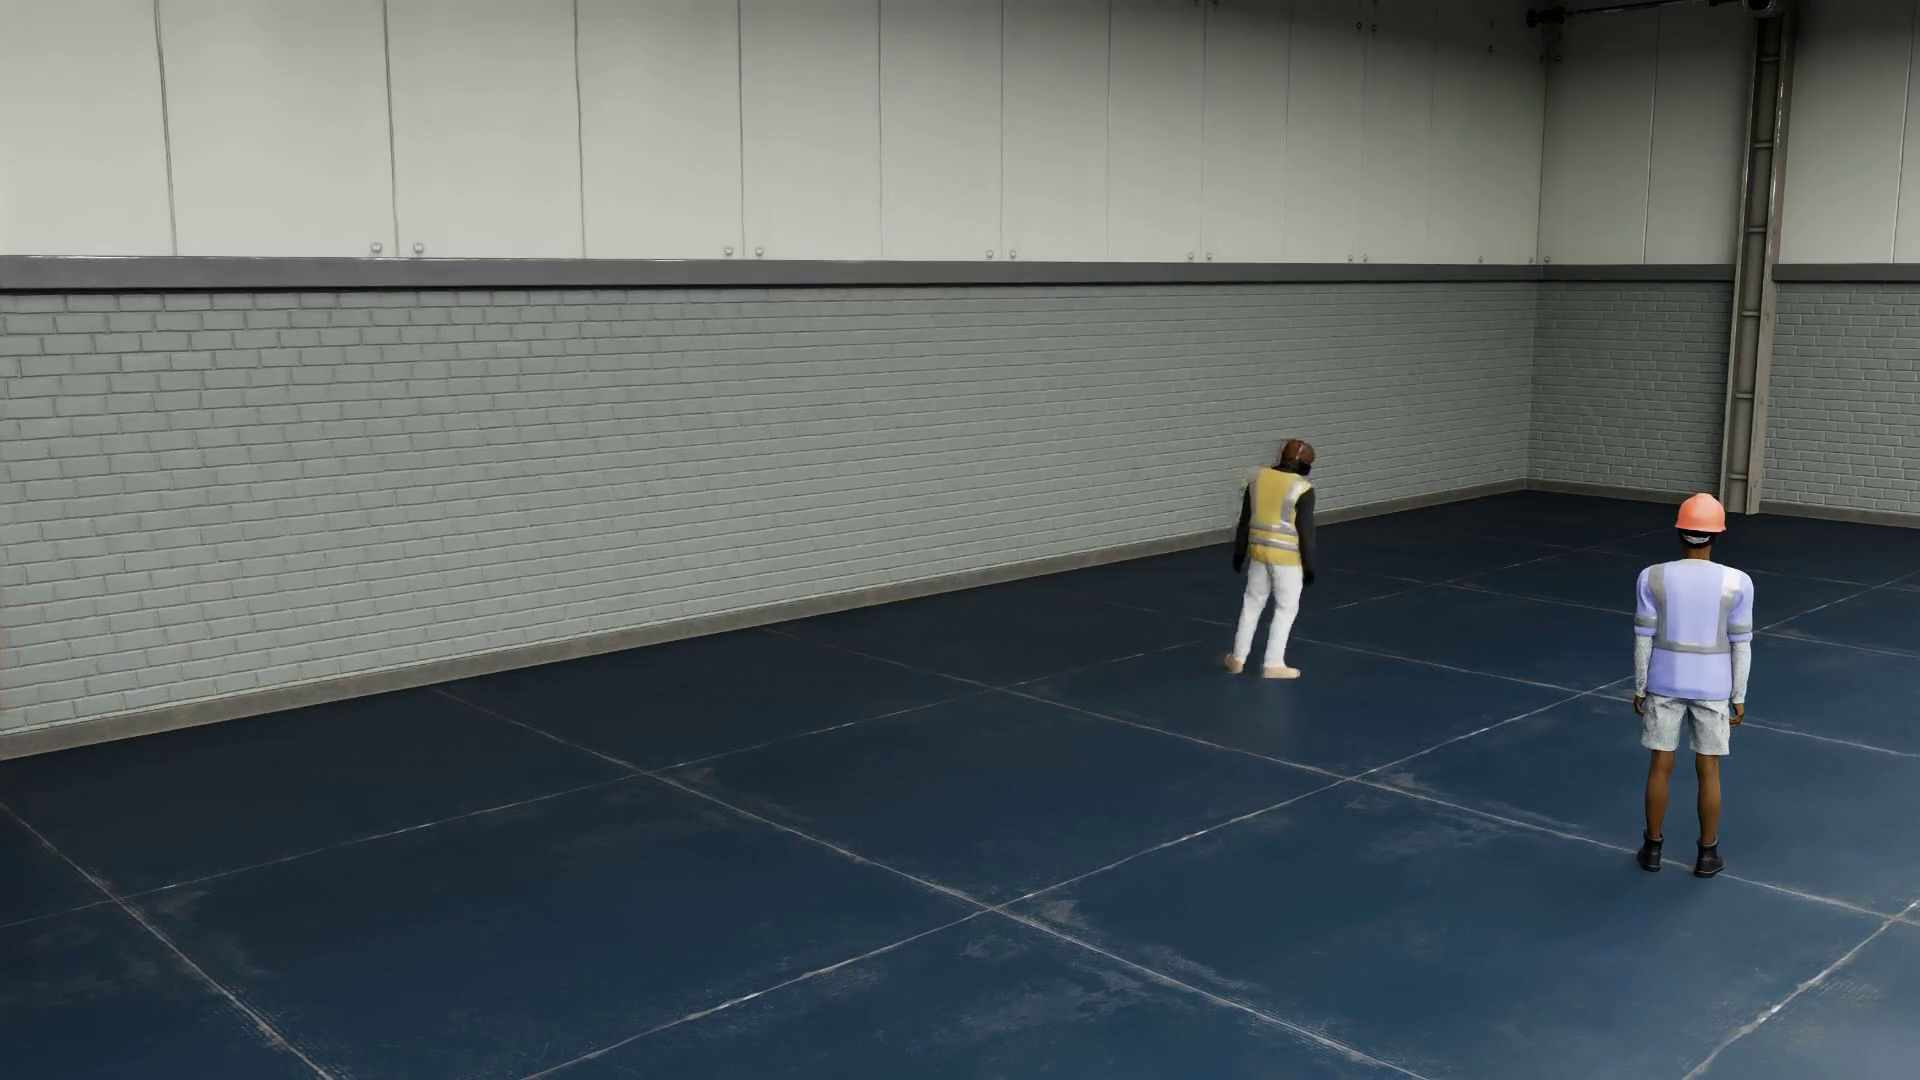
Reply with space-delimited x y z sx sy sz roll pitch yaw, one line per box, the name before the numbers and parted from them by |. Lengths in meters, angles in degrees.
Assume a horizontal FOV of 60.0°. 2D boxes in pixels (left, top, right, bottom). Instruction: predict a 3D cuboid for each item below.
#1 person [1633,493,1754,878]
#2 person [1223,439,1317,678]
person | 3.663 0.730 8.356 0.545 1.938 0.355 4 10 25
person | 2.342 0.140 12.458 0.461 1.804 0.763 -8 12 -39
